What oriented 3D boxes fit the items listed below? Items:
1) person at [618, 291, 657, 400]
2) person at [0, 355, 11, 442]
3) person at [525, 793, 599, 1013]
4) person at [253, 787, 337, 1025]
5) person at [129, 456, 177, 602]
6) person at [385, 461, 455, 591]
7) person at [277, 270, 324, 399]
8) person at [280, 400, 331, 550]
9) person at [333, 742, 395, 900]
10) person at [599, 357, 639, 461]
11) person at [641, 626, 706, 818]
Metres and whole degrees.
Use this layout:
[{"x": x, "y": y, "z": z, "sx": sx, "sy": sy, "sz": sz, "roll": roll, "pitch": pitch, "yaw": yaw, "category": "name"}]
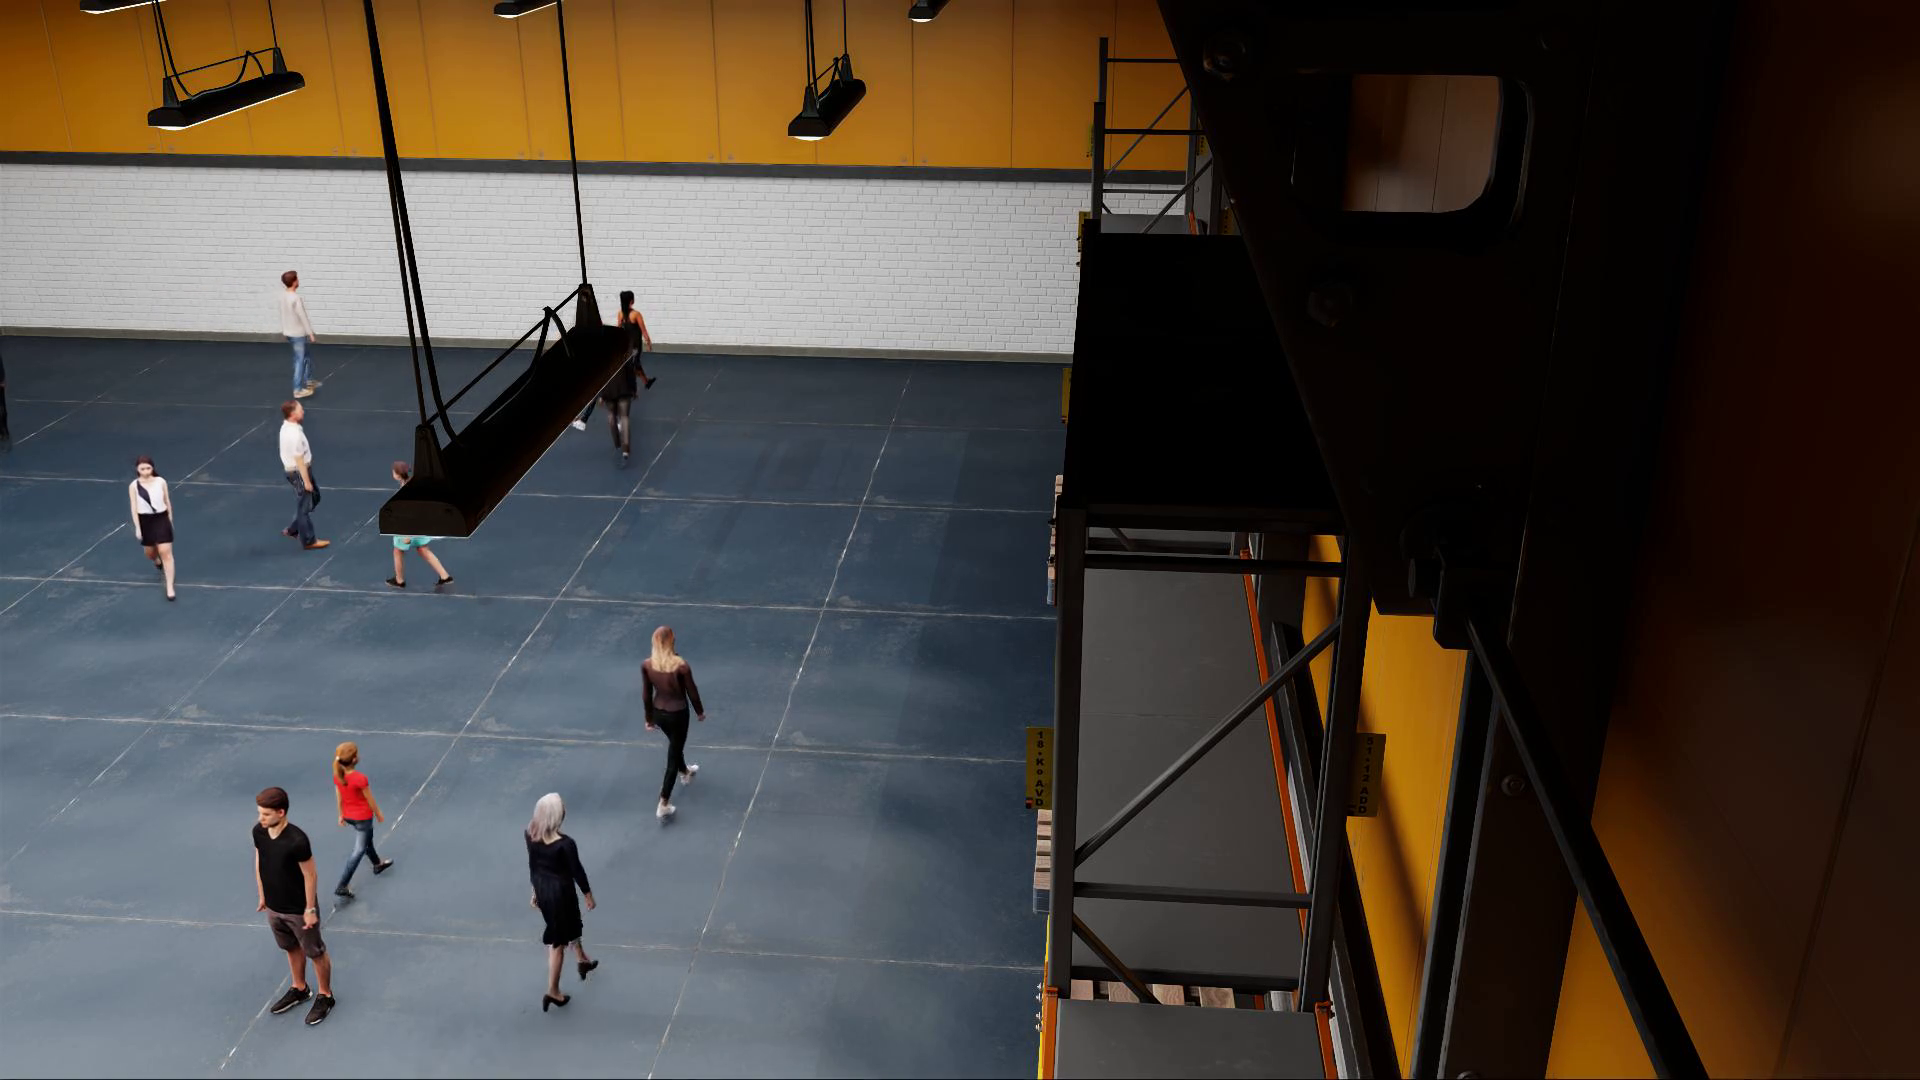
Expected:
[{"x": -4.869, "y": -2.828, "z": 24.456, "sx": 0.909, "sy": 1.617, "sz": 1.180, "roll": 13, "pitch": 27, "yaw": 27, "category": "person"}, {"x": -13.325, "y": -2.185, "z": 22.800, "sx": 0.729, "sy": 1.766, "sz": 0.762, "roll": -12, "pitch": 27, "yaw": -26, "category": "person"}, {"x": -2.926, "y": 2.616, "z": 11.863, "sx": 0.828, "sy": 1.728, "sz": 0.954, "roll": 13, "pitch": 27, "yaw": 28, "category": "person"}, {"x": -4.745, "y": 2.559, "z": 11.828, "sx": 0.755, "sy": 1.861, "sz": 0.719, "roll": 11, "pitch": 26, "yaw": 24, "category": "person"}, {"x": -8.895, "y": -0.163, "z": 18.346, "sx": 0.911, "sy": 1.628, "sz": 1.060, "roll": -14, "pitch": 27, "yaw": -29, "category": "person"}, {"x": -6.005, "y": -0.124, "z": 18.381, "sx": 0.752, "sy": 1.528, "sz": 1.038, "roll": 7, "pitch": 24, "yaw": 15, "category": "person"}, {"x": -9.876, "y": -3.011, "z": 24.543, "sx": 0.898, "sy": 1.882, "sz": 0.976, "roll": 17, "pitch": 29, "yaw": 33, "category": "person"}, {"x": -7.806, "y": -0.747, "z": 19.411, "sx": 0.887, "sy": 1.846, "sz": 0.817, "roll": -9, "pitch": 25, "yaw": -20, "category": "person"}, {"x": -4.844, "y": 2.244, "z": 13.259, "sx": 0.686, "sy": 1.291, "sz": 0.939, "roll": 12, "pitch": 26, "yaw": 26, "category": "person"}, {"x": -4.565, "y": -1.921, "z": 22.196, "sx": 0.923, "sy": 1.765, "sz": 1.256, "roll": -5, "pitch": 24, "yaw": -11, "category": "person"}, {"x": -2.513, "y": 1.584, "z": 14.303, "sx": 0.800, "sy": 1.664, "sz": 1.180, "roll": 7, "pitch": 25, "yaw": 16, "category": "person"}]
